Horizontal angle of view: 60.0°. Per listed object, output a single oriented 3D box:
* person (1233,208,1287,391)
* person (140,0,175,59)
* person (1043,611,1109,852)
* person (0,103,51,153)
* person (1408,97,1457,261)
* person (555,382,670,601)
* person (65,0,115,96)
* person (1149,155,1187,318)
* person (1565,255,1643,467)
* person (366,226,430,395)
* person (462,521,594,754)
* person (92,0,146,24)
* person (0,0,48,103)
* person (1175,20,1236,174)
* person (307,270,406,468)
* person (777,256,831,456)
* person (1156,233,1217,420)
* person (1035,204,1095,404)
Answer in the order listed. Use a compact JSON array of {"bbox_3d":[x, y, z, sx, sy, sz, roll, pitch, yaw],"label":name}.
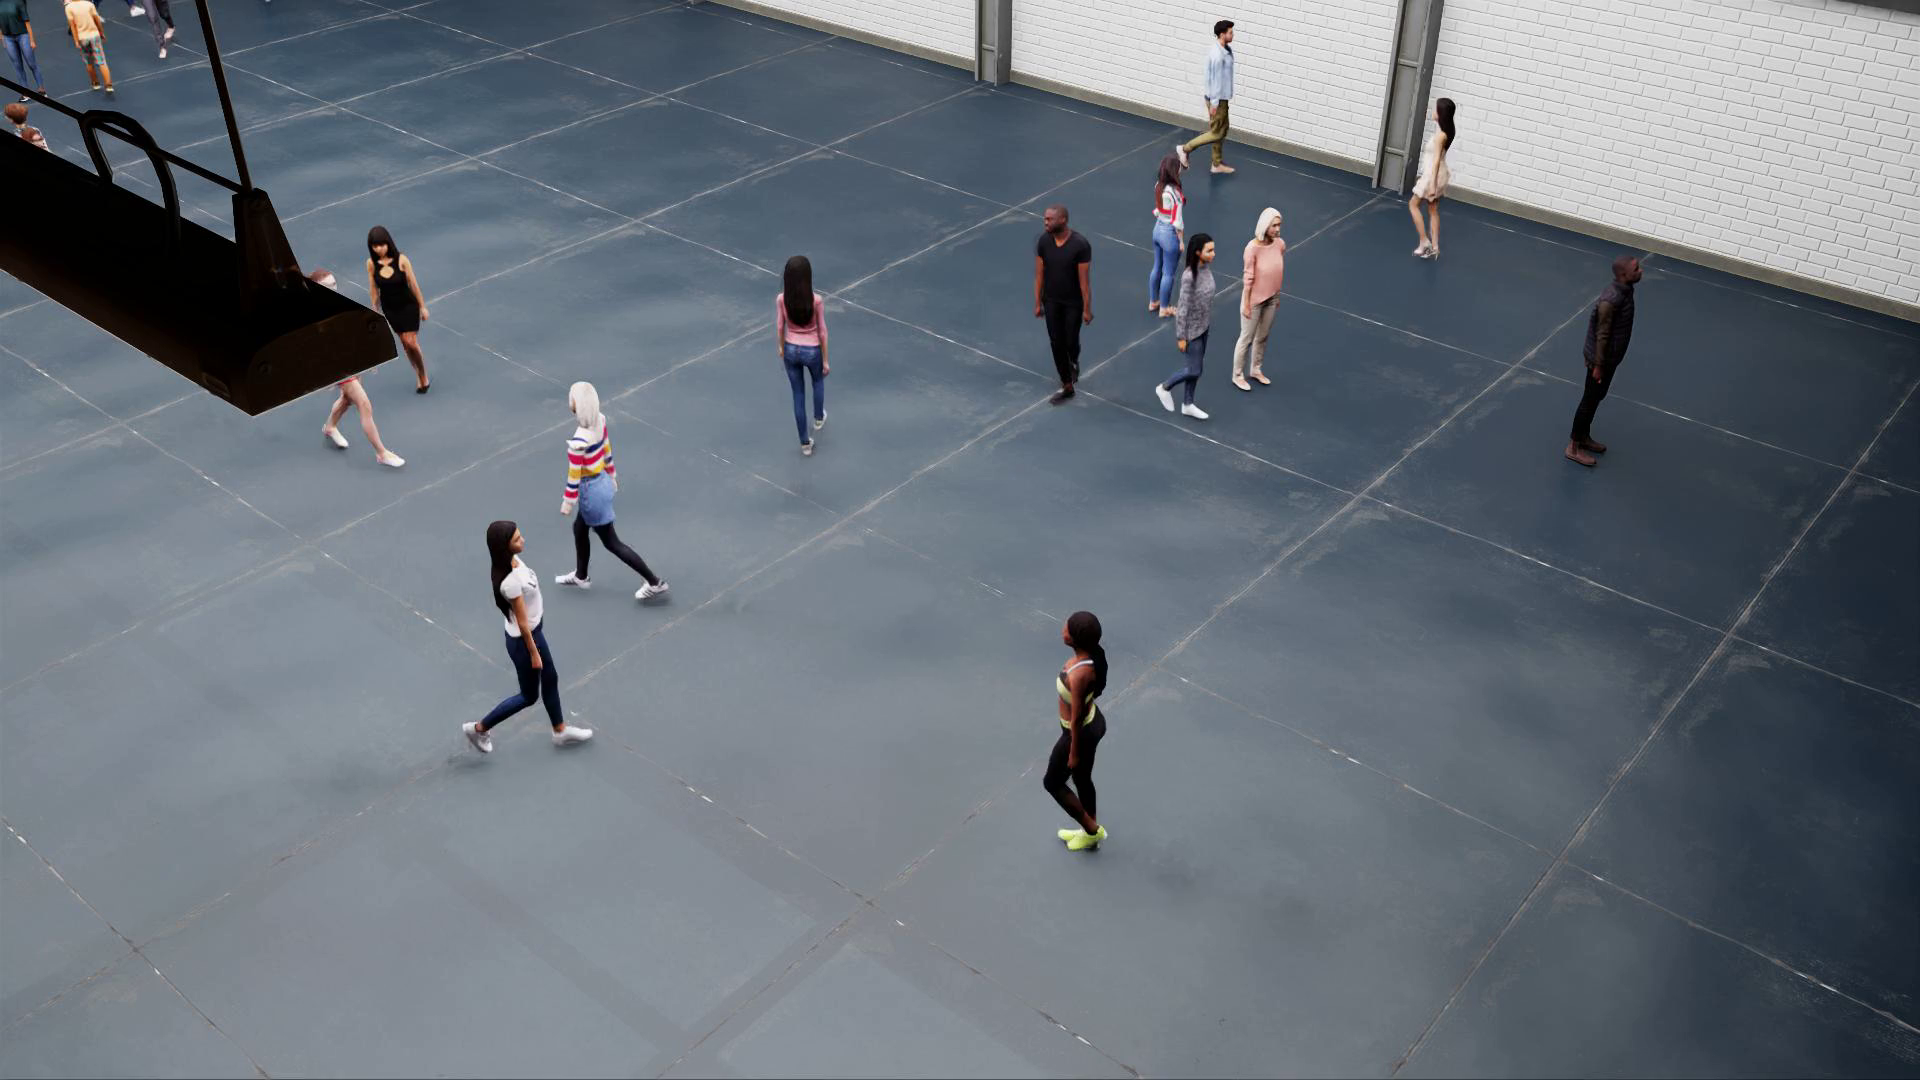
[{"bbox_3d":[2.684,-2.173,14.883,0.638,1.725,0.600,-22,39,-29],"label":"person"},{"bbox_3d":[-11.239,-7.639,23.134,1.058,1.693,1.250,-8,34,-12],"label":"person"},{"bbox_3d":[0.796,1.179,9.824,0.725,1.742,0.679,11,35,16],"label":"person"},{"bbox_3d":[-9.864,-3.968,17.867,0.962,1.409,0.755,10,35,15],"label":"person"},{"bbox_3d":[4.986,-3.694,17.172,0.638,1.722,0.623,19,38,26],"label":"person"},{"bbox_3d":[-2.552,-0.297,12.018,1.229,1.770,1.049,4,34,6],"label":"person"},{"bbox_3d":[-11.319,-6.501,21.650,0.715,1.440,1.031,-20,39,-27],"label":"person"},{"bbox_3d":[2.005,-2.955,16.158,0.721,1.613,0.594,-14,36,-19],"label":"person"},{"bbox_3d":[5.341,-1.515,13.793,0.587,1.835,0.706,21,39,29],"label":"person"},{"bbox_3d":[-4.958,-2.071,14.816,0.693,1.628,0.767,0,34,1],"label":"person"},{"bbox_3d":[-2.854,0.673,10.574,1.044,1.754,1.052,-8,34,-12],"label":"person"},{"bbox_3d":[-12.549,-8.439,24.292,0.797,1.744,1.102,-25,41,-32],"label":"person"},{"bbox_3d":[-12.168,-6.489,21.473,0.705,1.615,0.770,-1,34,-2],"label":"person"},{"bbox_3d":[2.895,-5.088,19.205,1.085,1.795,0.958,5,34,7],"label":"person"},{"bbox_3d":[-5.153,-1.445,13.794,1.190,1.716,0.841,11,35,15],"label":"person"},{"bbox_3d":[-1.325,-1.507,13.880,0.961,1.724,0.972,2,34,3],"label":"person"},{"bbox_3d":[1.946,-1.855,14.403,0.737,1.726,0.671,20,39,28],"label":"person"},{"bbox_3d":[0.925,-2.097,14.713,0.851,1.784,0.890,8,34,11],"label":"person"}]
